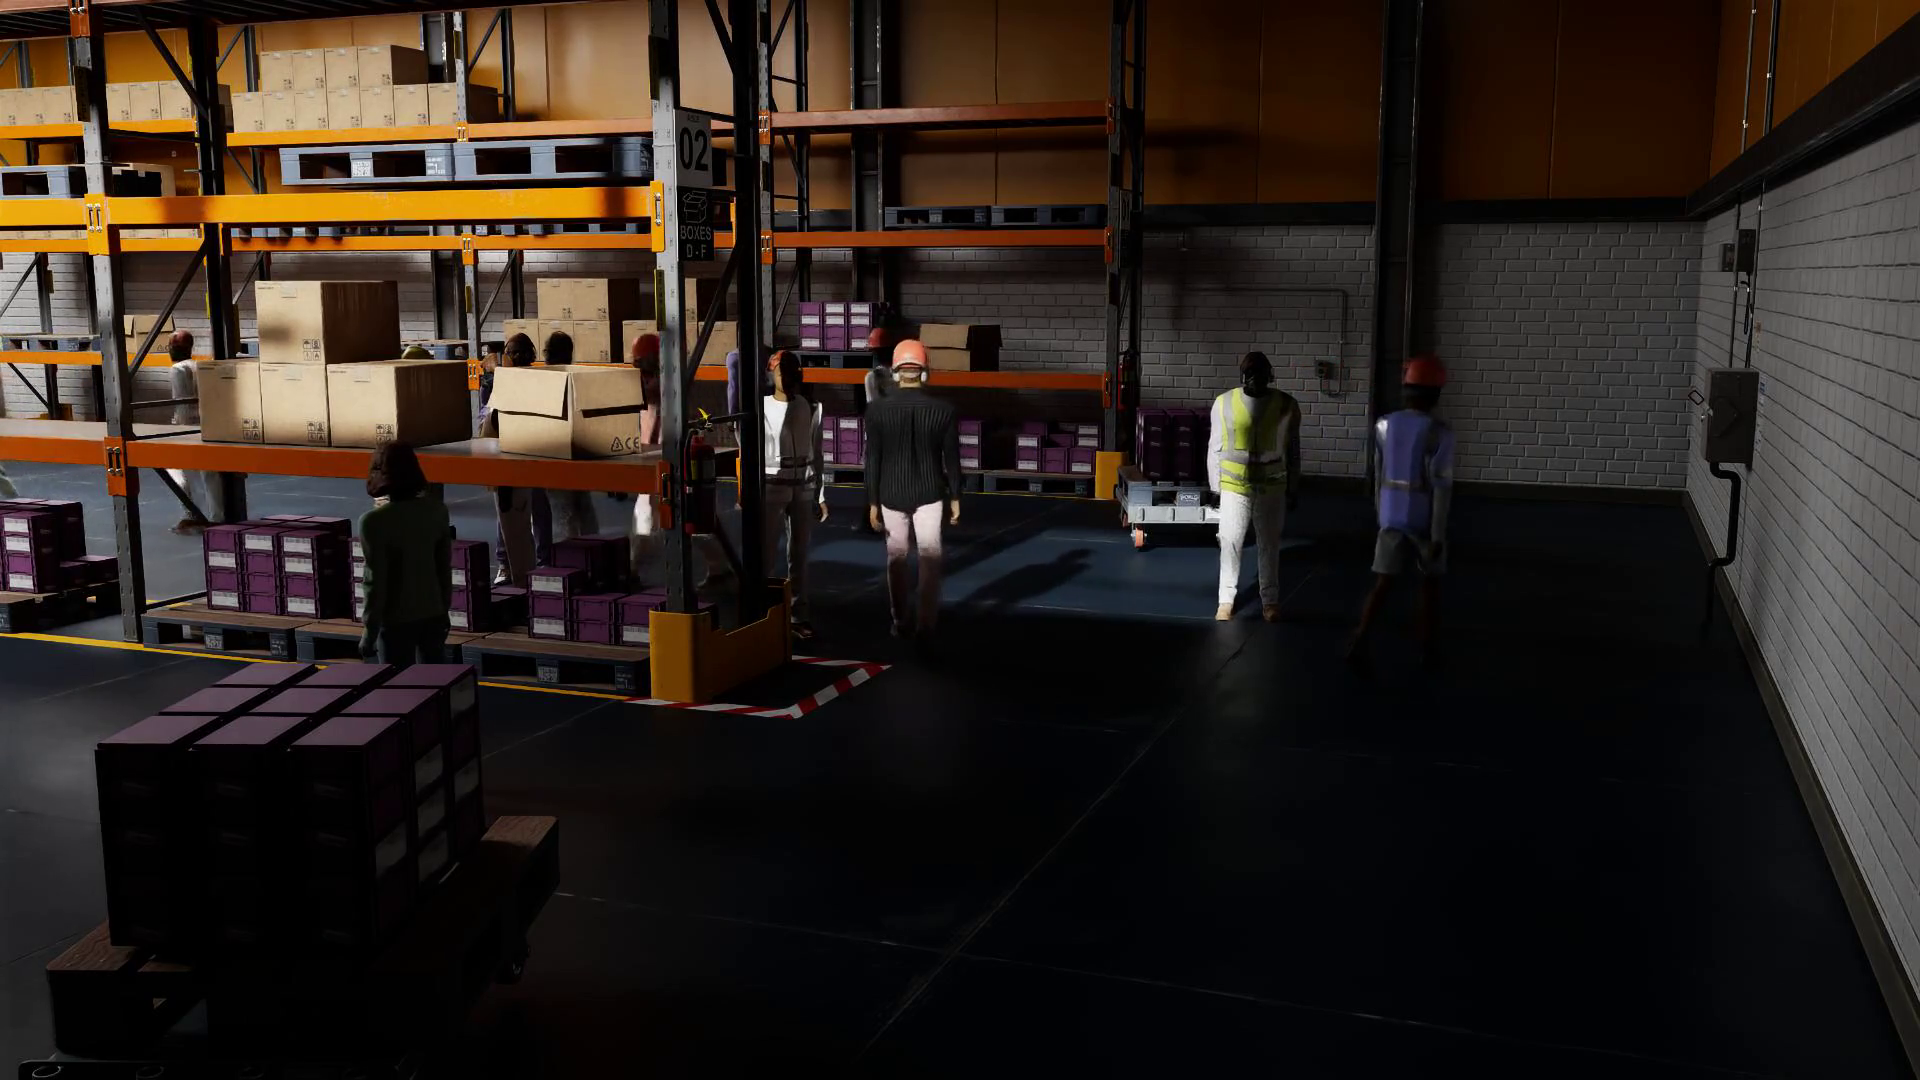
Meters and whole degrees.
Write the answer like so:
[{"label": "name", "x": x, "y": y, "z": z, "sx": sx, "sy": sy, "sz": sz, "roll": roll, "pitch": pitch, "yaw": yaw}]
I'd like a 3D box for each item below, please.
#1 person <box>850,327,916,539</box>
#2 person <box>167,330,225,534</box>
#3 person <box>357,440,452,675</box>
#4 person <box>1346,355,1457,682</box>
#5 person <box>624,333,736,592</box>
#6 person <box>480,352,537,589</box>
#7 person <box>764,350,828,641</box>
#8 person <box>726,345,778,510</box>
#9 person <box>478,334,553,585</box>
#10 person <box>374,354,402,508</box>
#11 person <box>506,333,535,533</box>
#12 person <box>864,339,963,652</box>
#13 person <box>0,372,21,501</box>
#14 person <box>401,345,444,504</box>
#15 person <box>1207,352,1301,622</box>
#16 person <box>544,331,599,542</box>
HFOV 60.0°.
[{"label": "person", "x": -0.612, "y": -0.956, "z": 14.903, "sx": 0.547, "sy": 1.907, "sz": 0.936, "roll": -8, "pitch": 12, "yaw": -43}, {"label": "person", "x": -6.996, "y": -0.971, "z": 15.125, "sx": 0.610, "sy": 1.856, "sz": 0.618, "roll": 1, "pitch": 9, "yaw": 7}, {"label": "person", "x": -2.463, "y": 0.371, "z": 7.404, "sx": 0.274, "sy": 1.631, "sz": 0.507, "roll": 5, "pitch": 10, "yaw": 28}, {"label": "person", "x": 2.592, "y": -0.122, "z": 9.675, "sx": 0.545, "sy": 1.909, "sz": 0.912, "roll": 9, "pitch": 12, "yaw": 43}, {"label": "person", "x": -2.162, "y": -0.558, "z": 12.333, "sx": 1.047, "sy": 1.947, "sz": 0.629, "roll": 1, "pitch": 9, "yaw": 3}, {"label": "person", "x": -3.124, "y": -0.381, "z": 11.526, "sx": 0.430, "sy": 1.835, "sz": 0.621, "roll": -2, "pitch": 9, "yaw": -10}, {"label": "person", "x": -1.120, "y": -0.268, "z": 10.646, "sx": 0.583, "sy": 1.877, "sz": 0.338, "roll": -5, "pitch": 11, "yaw": -30}, {"label": "person", "x": -2.063, "y": -1.254, "z": 16.663, "sx": 0.629, "sy": 1.936, "sz": 0.372, "roll": -7, "pitch": 12, "yaw": -39}, {"label": "person", "x": -3.341, "y": -0.612, "z": 12.708, "sx": 0.641, "sy": 1.913, "sz": 0.408, "roll": -2, "pitch": 9, "yaw": -14}, {"label": "person", "x": -5.766, "y": -1.240, "z": 16.869, "sx": 0.429, "sy": 1.841, "sz": 0.633, "roll": 4, "pitch": 10, "yaw": 24}, {"label": "person", "x": -3.792, "y": -0.857, "z": 14.407, "sx": 0.519, "sy": 1.862, "sz": 0.326, "roll": -8, "pitch": 12, "yaw": -41}, {"label": "person", "x": -0.289, "y": -0.283, "z": 10.478, "sx": 0.622, "sy": 1.966, "sz": 0.911, "roll": 0, "pitch": 9, "yaw": -1}, {"label": "person", "x": -8.687, "y": -0.943, "z": 14.861, "sx": 0.632, "sy": 1.940, "sz": 0.577, "roll": 8, "pitch": 12, "yaw": 43}, {"label": "person", "x": -4.032, "y": -0.537, "z": 12.477, "sx": 0.403, "sy": 1.834, "sz": 0.589, "roll": -1, "pitch": 9, "yaw": -7}, {"label": "person", "x": 1.997, "y": -0.356, "z": 11.339, "sx": 0.643, "sy": 1.839, "sz": 0.429, "roll": 1, "pitch": 9, "yaw": 8}, {"label": "person", "x": -2.976, "y": -0.608, "z": 12.597, "sx": 0.356, "sy": 1.936, "sz": 0.635, "roll": 4, "pitch": 10, "yaw": 26}]
